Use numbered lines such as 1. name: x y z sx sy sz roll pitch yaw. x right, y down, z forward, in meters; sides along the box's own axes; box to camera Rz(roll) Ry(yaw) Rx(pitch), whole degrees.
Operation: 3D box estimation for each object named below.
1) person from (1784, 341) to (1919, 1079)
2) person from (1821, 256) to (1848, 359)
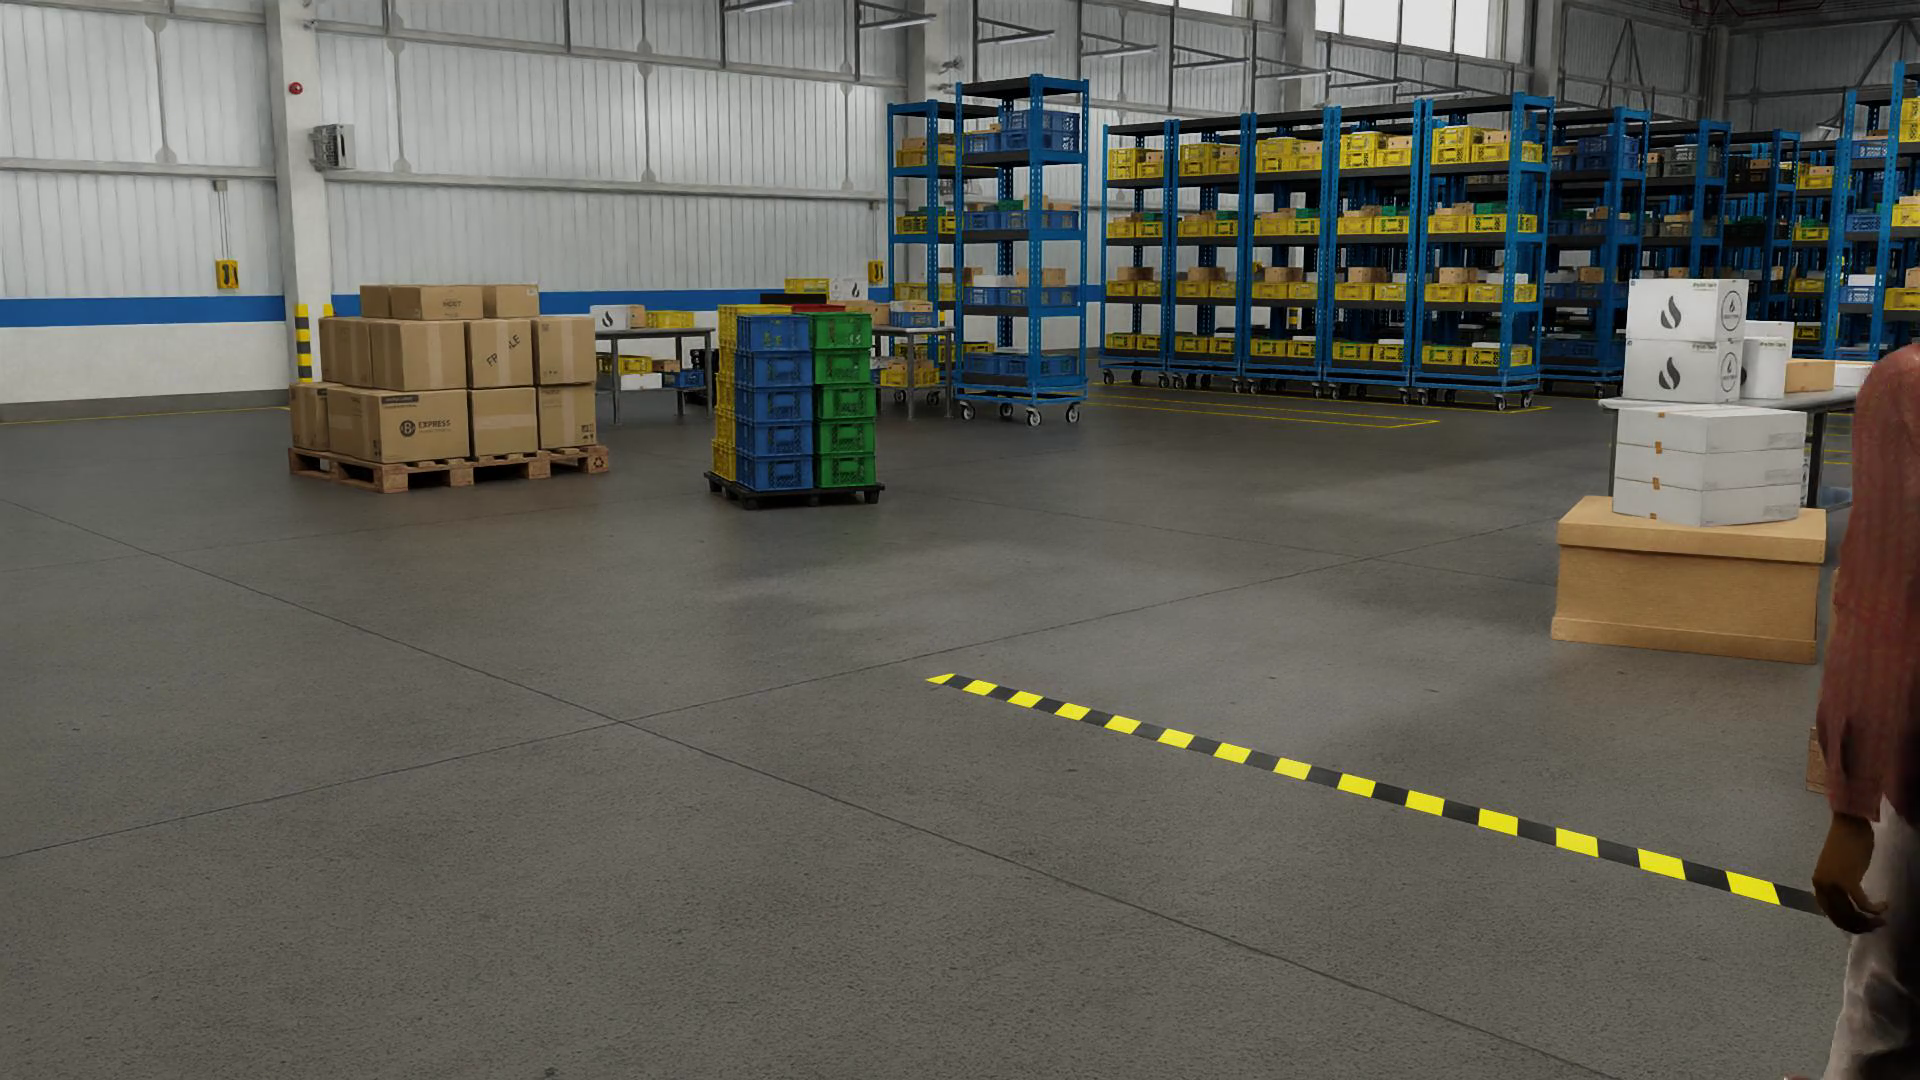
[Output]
1. person: 1.554 0.329 2.429 0.658 1.939 1.014 2 10 12
2. person: 14.348 -3.747 27.287 0.404 1.833 0.590 6 11 32
